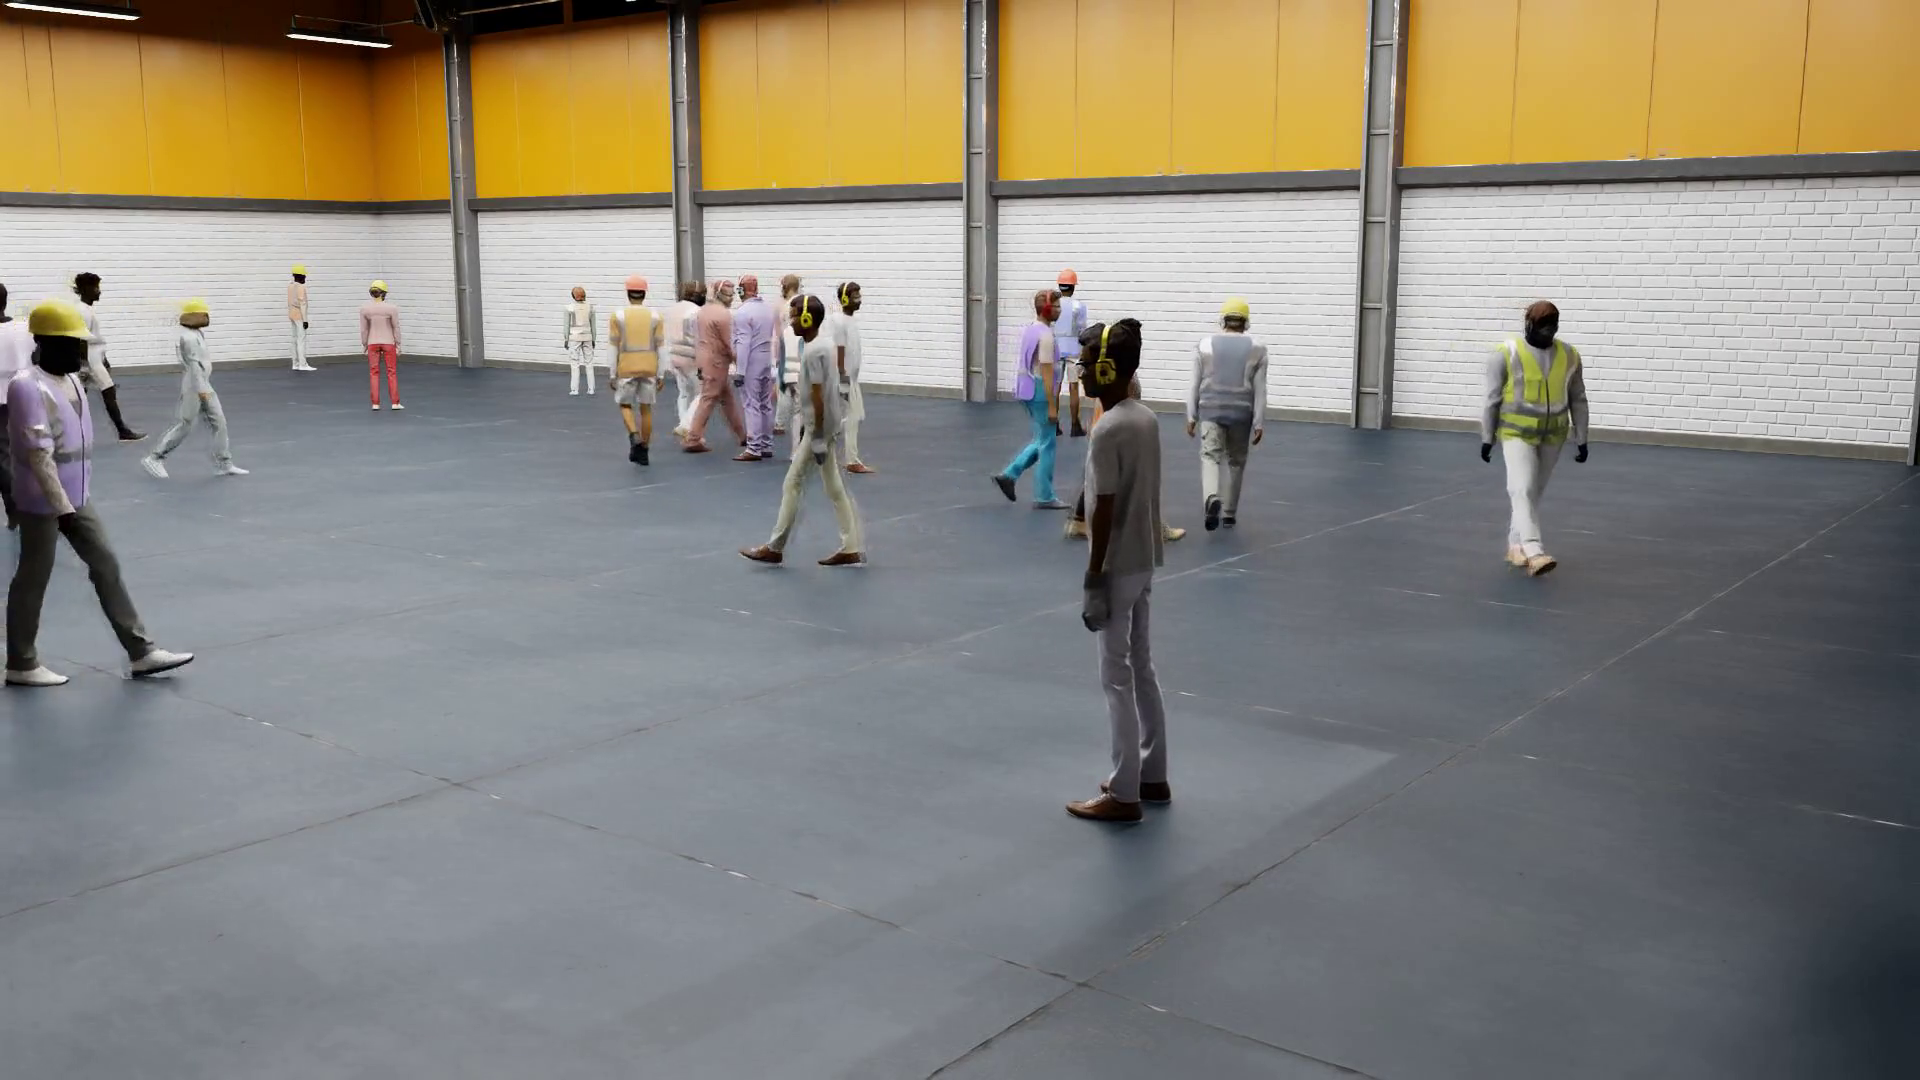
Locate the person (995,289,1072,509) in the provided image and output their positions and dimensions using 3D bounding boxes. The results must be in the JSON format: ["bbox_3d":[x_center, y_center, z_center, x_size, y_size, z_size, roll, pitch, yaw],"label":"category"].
[{"bbox_3d":[0.630,-1.150,13.714,0.522,1.830,0.576,-2,10,-9],"label":"person"}]

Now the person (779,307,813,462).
[{"bbox_3d":[-1.577,-1.608,16.984,0.575,1.623,0.474,9,13,43],"label":"person"}]

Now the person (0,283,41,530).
[{"bbox_3d":[-7.386,-1.034,12.814,0.621,1.900,0.660,-9,13,-43],"label":"person"}]

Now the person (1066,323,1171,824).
[{"bbox_3d":[0.594,0.125,6.222,0.348,1.860,0.505,5,11,27],"label":"person"}]

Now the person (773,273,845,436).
[{"bbox_3d":[-1.832,-2.136,19.279,0.933,1.901,0.645,1,10,7],"label":"person"}]

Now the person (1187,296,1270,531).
[{"bbox_3d":[2.017,-0.936,12.594,0.619,1.797,0.799,2,10,13],"label":"person"}]

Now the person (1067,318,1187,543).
[{"bbox_3d":[1.196,-0.794,12.161,0.862,1.648,0.537,-1,10,-5],"label":"person"}]

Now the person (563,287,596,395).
[{"bbox_3d":[-5.695,-2.981,24.955,0.508,1.629,0.314,-7,12,-35],"label":"person"}]

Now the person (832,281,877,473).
[{"bbox_3d":[-1.130,-1.556,16.016,0.602,1.855,0.516,2,10,13],"label":"person"}]

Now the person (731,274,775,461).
[{"bbox_3d":[-2.148,-1.760,17.056,0.401,1.904,0.641,4,10,21],"label":"person"}]

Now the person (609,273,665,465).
[{"bbox_3d":[-3.205,-1.688,16.555,0.561,1.925,0.509,-4,10,-20],"label":"person"}]

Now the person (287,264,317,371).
[{"bbox_3d":[-11.996,-4.035,30.222,0.387,1.927,0.589,-9,13,-43],"label":"person"}]

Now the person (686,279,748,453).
[{"bbox_3d":[-2.511,-1.851,17.774,0.989,1.839,0.673,-4,11,-23],"label":"person"}]

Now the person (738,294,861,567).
[{"bbox_3d":[-1.080,-0.719,11.182,0.900,1.828,0.566,1,10,7],"label":"person"}]

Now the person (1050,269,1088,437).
[{"bbox_3d":[1.236,-2.166,19.314,0.543,1.939,0.356,4,11,23],"label":"person"}]

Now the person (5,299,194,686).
[{"bbox_3d":[-4.270,-0.210,8.063,0.944,1.883,0.591,0,10,0],"label":"person"}]

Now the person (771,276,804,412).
[{"bbox_3d":[-2.045,-2.244,20.007,0.976,1.866,0.662,1,10,8],"label":"person"}]

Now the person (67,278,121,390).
[{"bbox_3d":[-13.488,-3.162,25.547,0.942,1.789,0.604,-9,13,-42],"label":"person"}]

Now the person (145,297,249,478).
[{"bbox_3d":[-7.284,-1.437,15.733,0.827,1.710,0.490,-1,10,-8],"label":"person"}]

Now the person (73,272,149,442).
[{"bbox_3d":[-9.717,-2.018,18.532,0.996,1.924,0.626,-6,11,-32],"label":"person"}]

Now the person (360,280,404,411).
[{"bbox_3d":[-7.832,-2.628,22.530,0.524,1.760,0.328,-1,10,-5],"label":"person"}]

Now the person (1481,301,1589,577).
[{"bbox_3d":[3.825,-0.659,10.937,0.658,1.795,0.932,-1,10,-6],"label":"person"}]

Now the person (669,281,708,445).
[{"bbox_3d":[-2.970,-1.936,18.329,0.432,1.818,0.650,-8,13,-39],"label":"person"}]
